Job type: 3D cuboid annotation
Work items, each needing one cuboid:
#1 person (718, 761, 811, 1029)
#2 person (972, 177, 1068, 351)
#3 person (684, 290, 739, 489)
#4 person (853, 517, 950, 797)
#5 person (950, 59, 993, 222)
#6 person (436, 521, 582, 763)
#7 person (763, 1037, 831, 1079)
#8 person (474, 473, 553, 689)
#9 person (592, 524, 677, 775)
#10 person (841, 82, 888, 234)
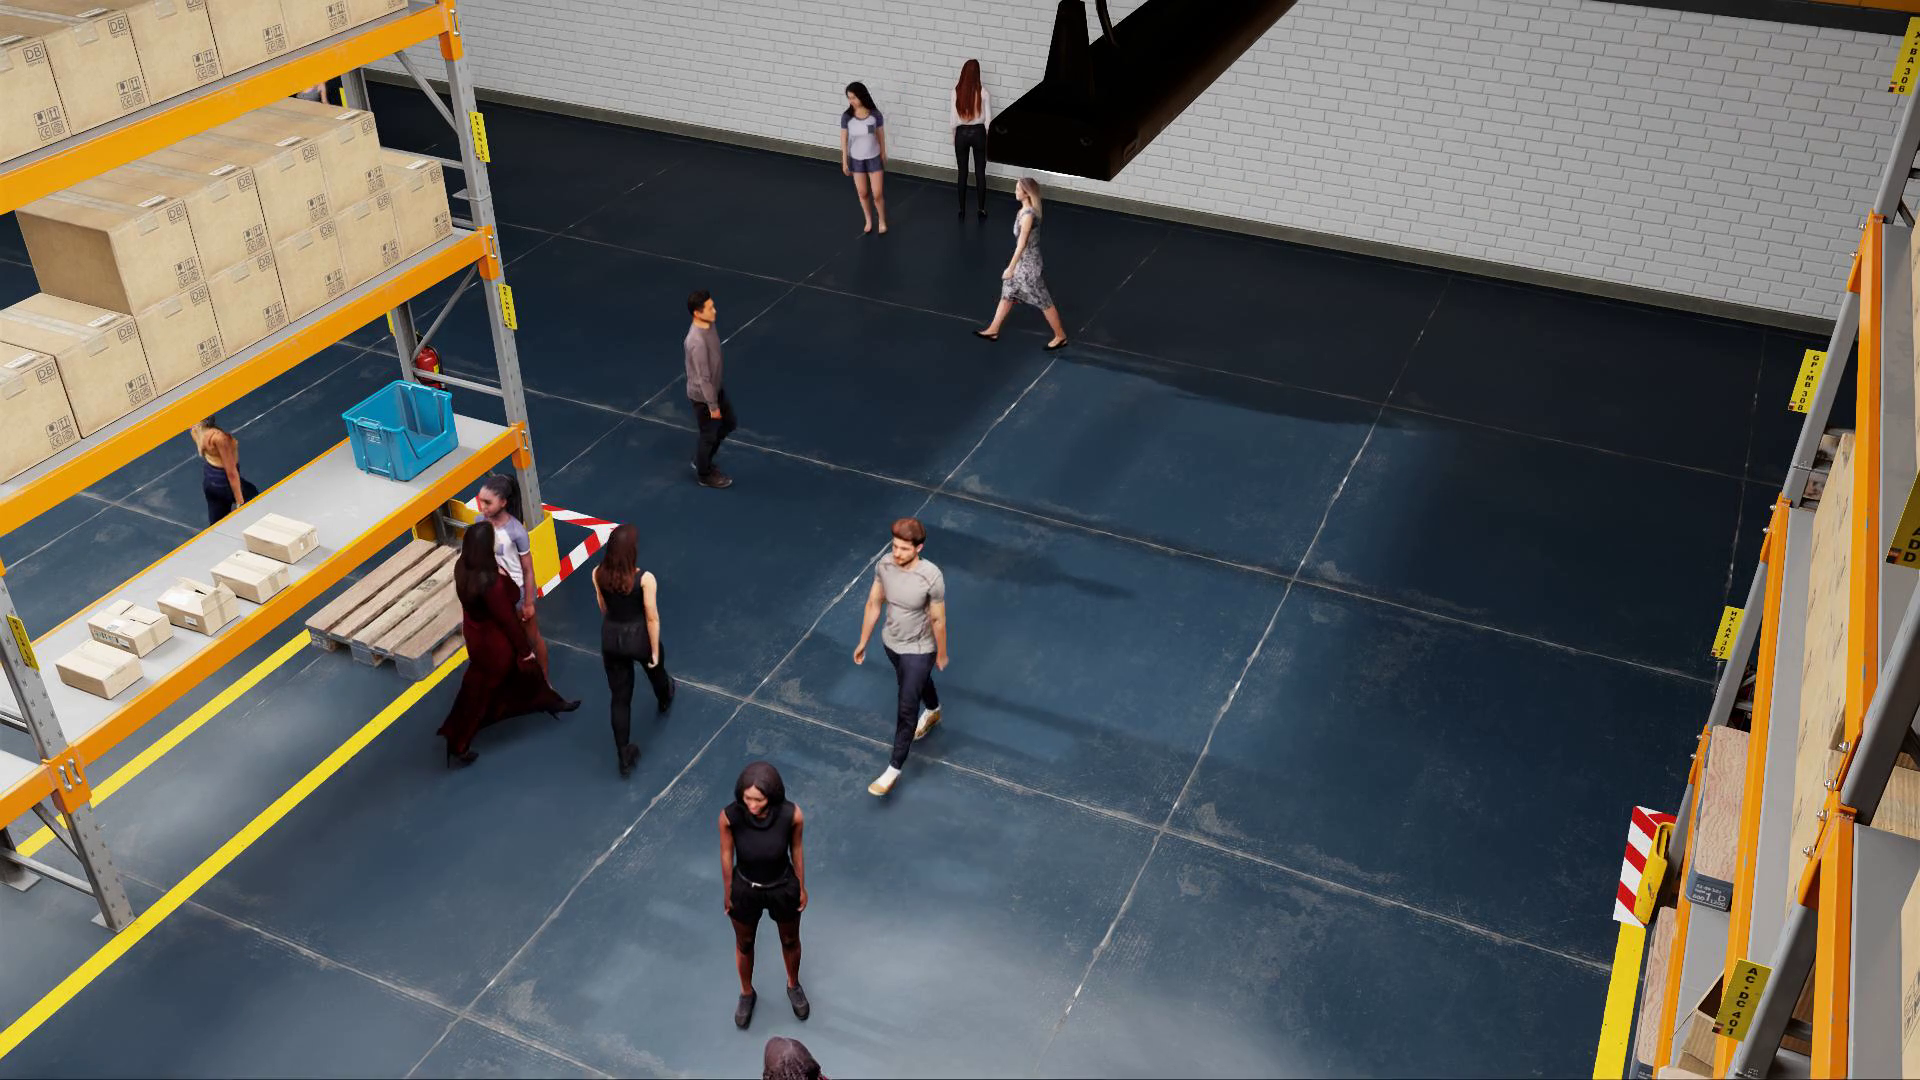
[{"bbox_3d":[-1.019,1.833,8.697,0.682,1.743,0.702,-5,34,-8],"label":"person"},{"bbox_3d":[0.727,-2.477,15.265,0.942,1.651,1.141,1,34,2],"label":"person"},{"bbox_3d":[-2.100,-1.191,13.233,0.832,1.758,0.692,28,43,35],"label":"person"},{"bbox_3d":[-0.275,0.617,10.446,0.812,1.834,1.247,22,39,29],"label":"person"},{"bbox_3d":[0.118,-4.301,17.911,0.657,1.759,0.609,3,34,4],"label":"person"},{"bbox_3d":[-3.024,0.703,10.446,1.279,1.688,1.104,-18,38,-25],"label":"person"},{"bbox_3d":[-0.706,2.820,7.341,0.880,1.601,0.917,-14,36,-20],"label":"person"},{"bbox_3d":[-2.955,0.335,10.970,0.616,1.722,0.581,17,37,24],"label":"person"},{"bbox_3d":[-2.110,0.716,10.472,0.847,1.638,1.184,3,34,4],"label":"person"},{"bbox_3d":[-0.969,-4.050,17.615,0.713,1.670,0.751,-5,34,-7],"label":"person"}]
